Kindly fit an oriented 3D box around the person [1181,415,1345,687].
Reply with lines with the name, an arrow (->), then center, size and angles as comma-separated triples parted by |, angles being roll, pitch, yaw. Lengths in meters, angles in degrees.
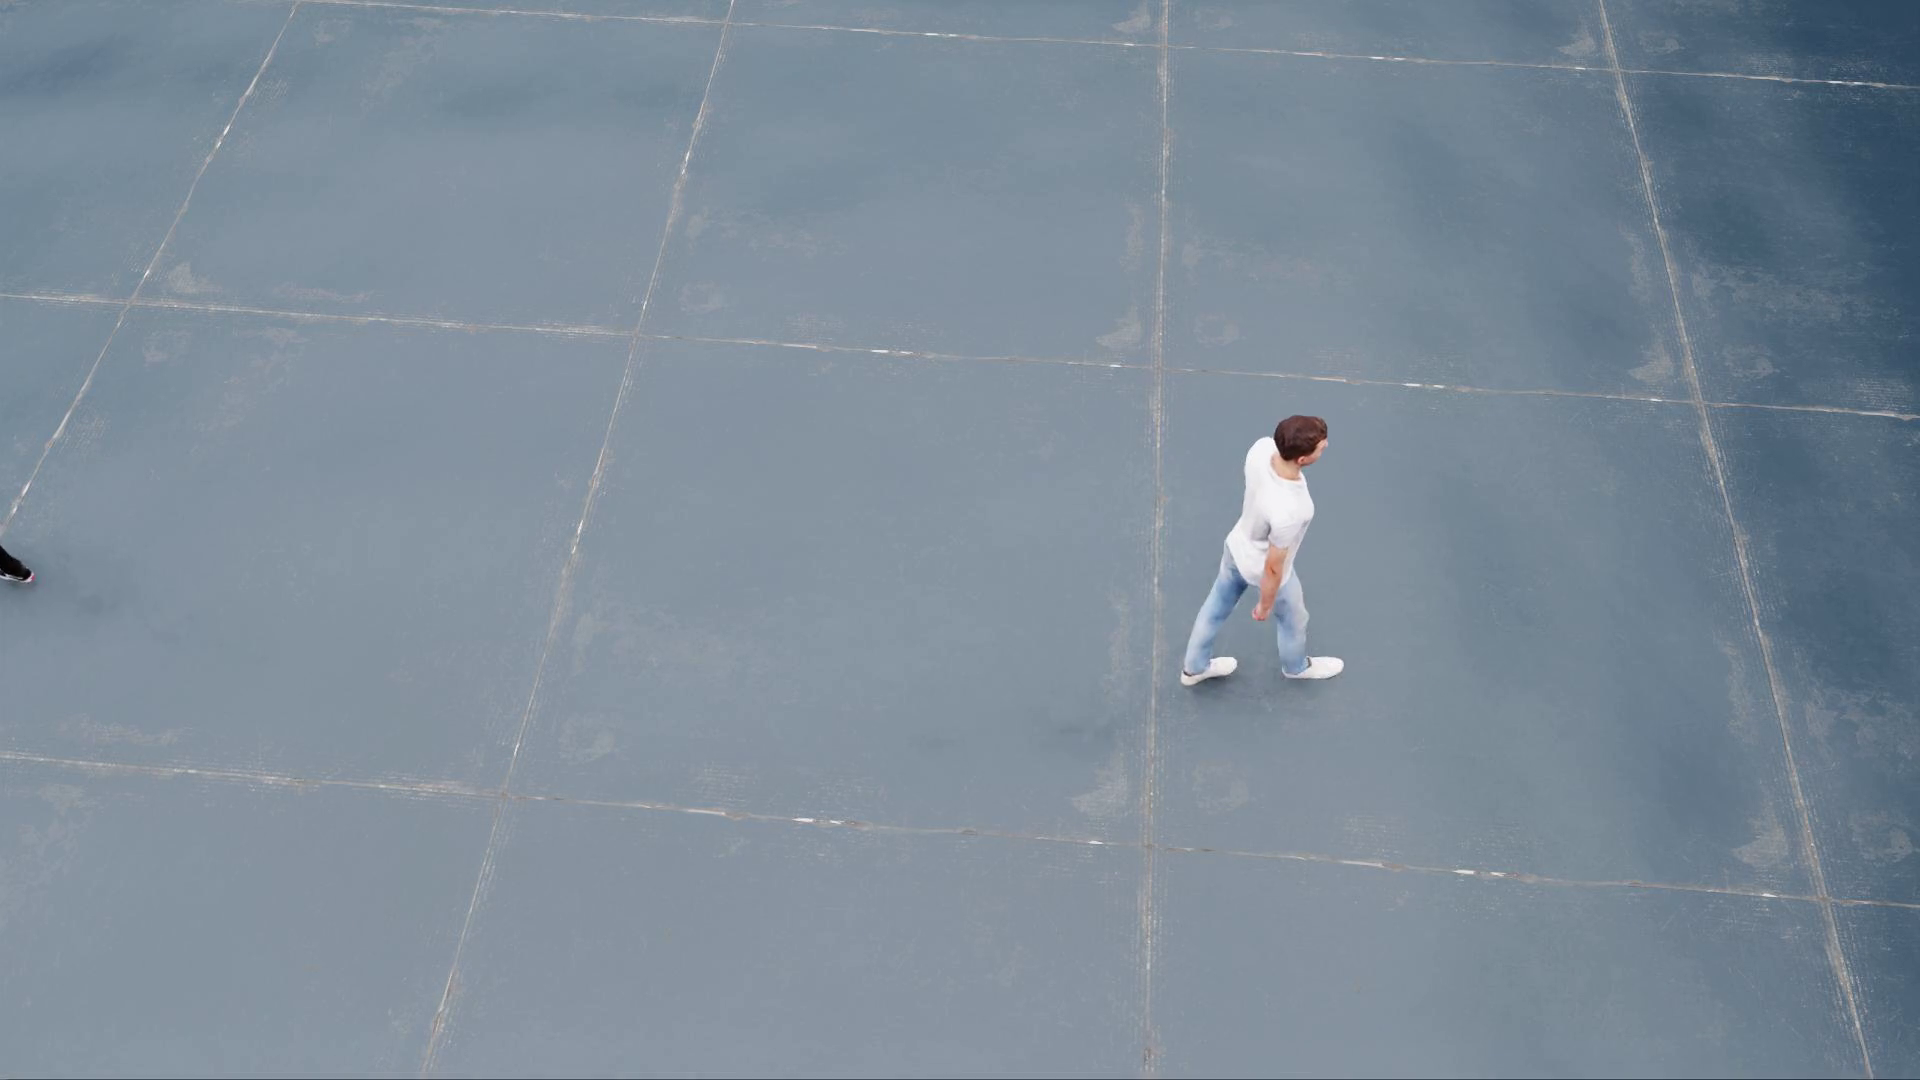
person -> 1.244, 0.113, 7.394 | 1.100, 1.822, 0.884 | -12, 53, -9
